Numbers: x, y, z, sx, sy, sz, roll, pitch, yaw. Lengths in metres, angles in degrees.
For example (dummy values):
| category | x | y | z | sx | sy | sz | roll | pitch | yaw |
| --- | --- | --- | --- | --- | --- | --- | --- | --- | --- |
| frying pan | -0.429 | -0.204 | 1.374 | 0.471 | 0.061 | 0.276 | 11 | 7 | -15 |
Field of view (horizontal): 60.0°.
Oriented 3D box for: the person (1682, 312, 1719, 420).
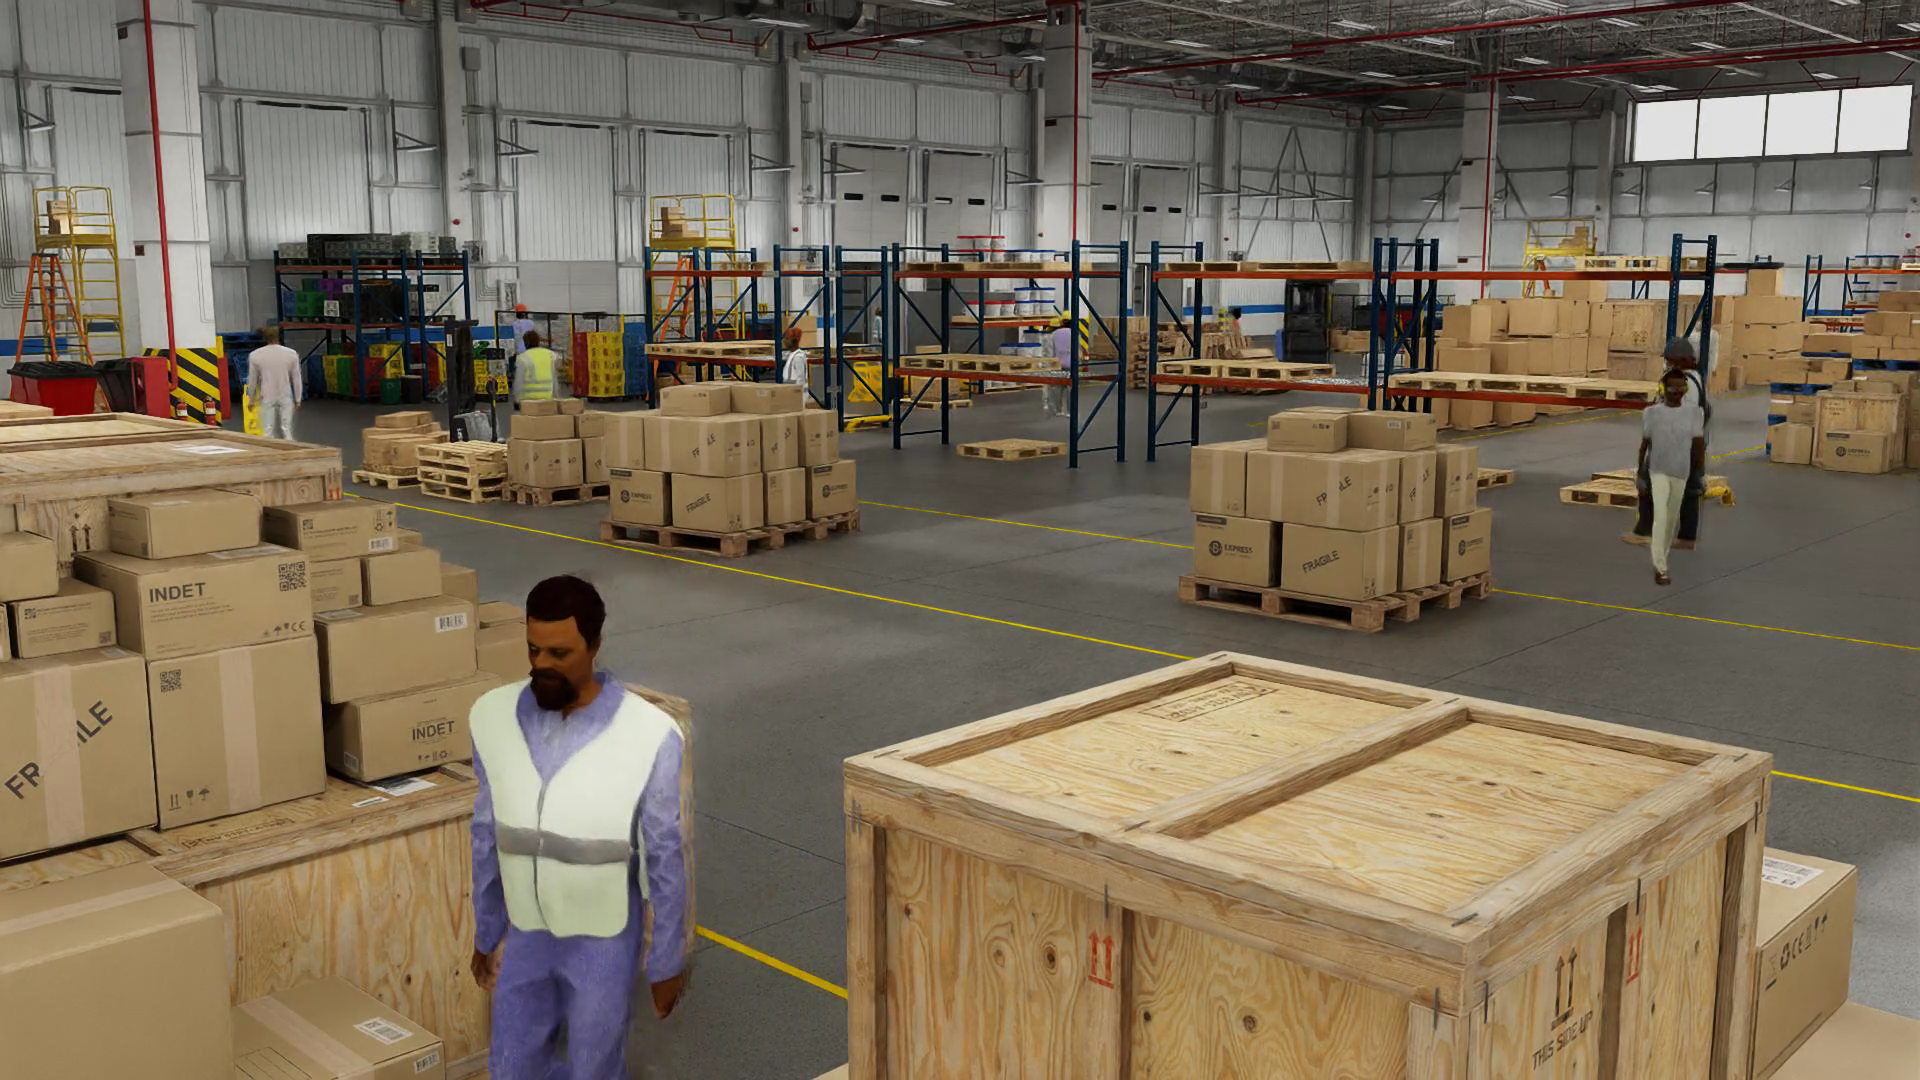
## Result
| category | x | y | z | sx | sy | sz | roll | pitch | yaw |
| --- | --- | --- | --- | --- | --- | --- | --- | --- | --- |
| person | 12.652 | -2.937 | 28.475 | 0.566 | 1.928 | 0.645 | -8 | 12 | -42 |

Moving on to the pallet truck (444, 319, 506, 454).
| category | x | y | z | sx | sy | sz | roll | pitch | yaw |
| --- | --- | --- | --- | --- | --- | --- | --- | --- | --- |
| pallet truck | -6.981 | -1.942 | 22.150 | 1.885 | 1.965 | 0.823 | 1 | 9 | 9 |

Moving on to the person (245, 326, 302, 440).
| category | x | y | z | sx | sy | sz | roll | pitch | yaw |
| --- | --- | --- | --- | --- | --- | --- | --- | --- | --- |
| person | -8.898 | -1.809 | 21.584 | 0.678 | 1.917 | 0.407 | -6 | 11 | -31 |

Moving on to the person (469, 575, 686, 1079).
| category | x | y | z | sx | sy | sz | roll | pitch | yaw |
| --- | --- | --- | --- | --- | --- | --- | --- | --- | --- |
| person | -0.976 | 1.009 | 4.343 | 0.609 | 1.903 | 0.507 | 3 | 10 | 17 |

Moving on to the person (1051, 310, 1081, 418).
| category | x | y | z | sx | sy | sz | roll | pitch | yaw |
| --- | --- | --- | --- | --- | --- | --- | --- | --- | --- |
| person | 1.918 | -3.137 | 29.701 | 0.593 | 1.922 | 0.387 | 6 | 11 | 34 |

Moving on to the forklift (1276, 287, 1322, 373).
| category | x | y | z | sx | sy | sz | roll | pitch | yaw |
| --- | --- | --- | --- | --- | --- | --- | --- | --- | --- |
| forklift | 8.764 | -5.695 | 42.464 | 1.129 | 2.768 | 1.873 | 0 | 9 | 0 |

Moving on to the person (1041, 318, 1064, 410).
| category | x | y | z | sx | sy | sz | roll | pitch | yaw |
| --- | --- | --- | --- | --- | --- | --- | --- | --- | --- |
| person | 1.775 | -3.315 | 31.390 | 0.484 | 1.736 | 0.346 | -2 | 9 | -11 |

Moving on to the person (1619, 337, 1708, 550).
| category | x | y | z | sx | sy | sz | roll | pitch | yaw |
| --- | --- | --- | --- | --- | --- | --- | --- | --- | --- |
| person | 6.693 | -0.930 | 15.815 | 0.713 | 2.000 | 0.797 | -9 | 13 | -43 |

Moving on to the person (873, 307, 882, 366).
| category | x | y | z | sx | sy | sz | roll | pitch | yaw |
| --- | --- | --- | --- | --- | --- | --- | --- | --- | --- |
| person | -2.169 | -5.397 | 44.469 | 0.315 | 1.633 | 0.522 | 0 | 9 | -3 |

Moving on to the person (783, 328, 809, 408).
| category | x | y | z | sx | sy | sz | roll | pitch | yaw |
| --- | --- | --- | --- | --- | --- | --- | --- | --- | --- |
| person | -2.186 | -1.866 | 22.037 | 0.356 | 1.882 | 0.574 | -2 | 10 | -14 |

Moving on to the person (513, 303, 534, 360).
| category | x | y | z | sx | sy | sz | roll | pitch | yaw |
| --- | --- | --- | --- | --- | --- | --- | --- | --- | --- |
| person | -9.125 | -3.961 | 34.713 | 0.377 | 1.938 | 0.547 | 5 | 11 | 29 |

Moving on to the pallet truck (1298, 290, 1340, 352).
| category | x | y | z | sx | sy | sz | roll | pitch | yaw |
| --- | --- | --- | --- | --- | --- | --- | --- | --- | --- |
| pallet truck | 11.297 | -6.951 | 52.861 | 1.885 | 1.965 | 0.823 | -5 | 11 | -29 |

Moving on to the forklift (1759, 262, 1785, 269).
| category | x | y | z | sx | sy | sz | roll | pitch | yaw |
| --- | --- | --- | --- | --- | --- | --- | --- | --- | --- |
| forklift | 21.345 | -5.938 | 43.949 | 1.873 | 2.768 | 1.129 | 9 | 13 | 43 |

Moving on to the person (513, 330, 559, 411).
| category | x | y | z | sx | sy | sz | roll | pitch | yaw |
| --- | --- | --- | --- | --- | --- | --- | --- | --- | --- |
| person | -5.809 | -1.932 | 22.606 | 0.542 | 1.825 | 0.662 | 7 | 12 | 38 |

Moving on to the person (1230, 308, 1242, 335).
| category | x | y | z | sx | sy | sz | roll | pitch | yaw |
| --- | --- | --- | --- | --- | --- | --- | --- | --- | --- |
| person | 7.093 | -5.027 | 42.036 | 0.774 | 1.669 | 0.545 | 2 | 9 | 9 |

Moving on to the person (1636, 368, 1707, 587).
| category | x | y | z | sx | sy | sz | roll | pitch | yaw |
| --- | --- | --- | --- | --- | --- | --- | --- | --- | --- |
| person | 6.068 | -0.560 | 14.231 | 0.502 | 1.836 | 0.952 | 2 | 9 | 11 |
